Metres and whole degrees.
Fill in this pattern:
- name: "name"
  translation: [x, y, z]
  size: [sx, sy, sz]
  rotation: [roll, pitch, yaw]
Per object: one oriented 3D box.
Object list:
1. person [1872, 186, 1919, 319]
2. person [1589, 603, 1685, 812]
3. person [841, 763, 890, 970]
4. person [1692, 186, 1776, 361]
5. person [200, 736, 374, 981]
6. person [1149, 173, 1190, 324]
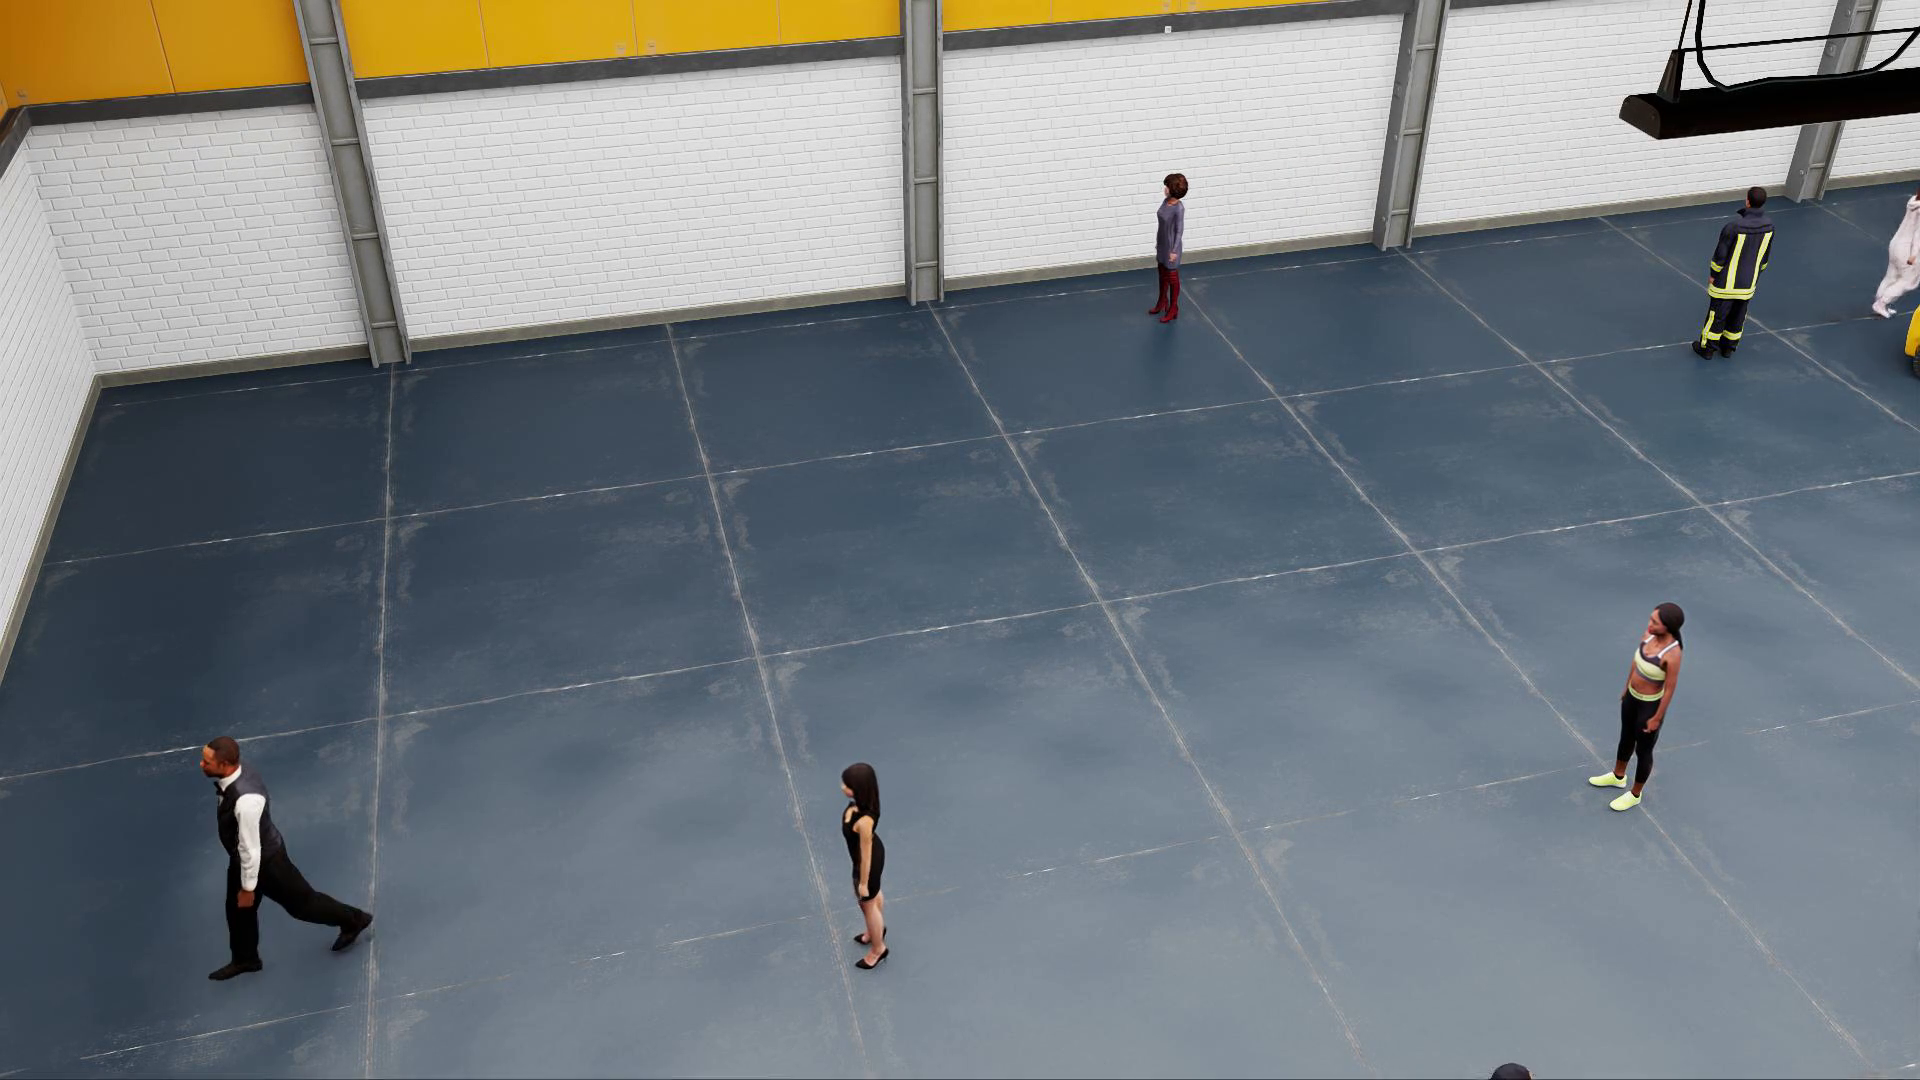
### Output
- name: "person"
  translation: [10.506, -3.264, 18.612]
  size: [0.737, 1.673, 0.728]
  rotation: [2, 34, 3]
- name: "person"
  translation: [4.900, 1.170, 11.869]
  size: [0.511, 1.753, 0.567]
  rotation: [-6, 34, -9]
- name: "person"
  translation: [-0.587, 2.062, 10.624]
  size: [0.534, 1.645, 0.577]
  rotation: [-2, 34, -3]
- name: "person"
  translation: [8.290, -2.849, 17.757]
  size: [0.641, 1.928, 0.880]
  rotation: [-4, 34, -6]
- name: "person"
  translation: [-4.314, 1.996, 10.507]
  size: [1.357, 1.885, 0.984]
  rotation: [-21, 39, -28]
- name: "person"
  translation: [2.349, -3.280, 18.602]
  size: [0.542, 1.710, 0.596]
  rotation: [-12, 35, -17]
